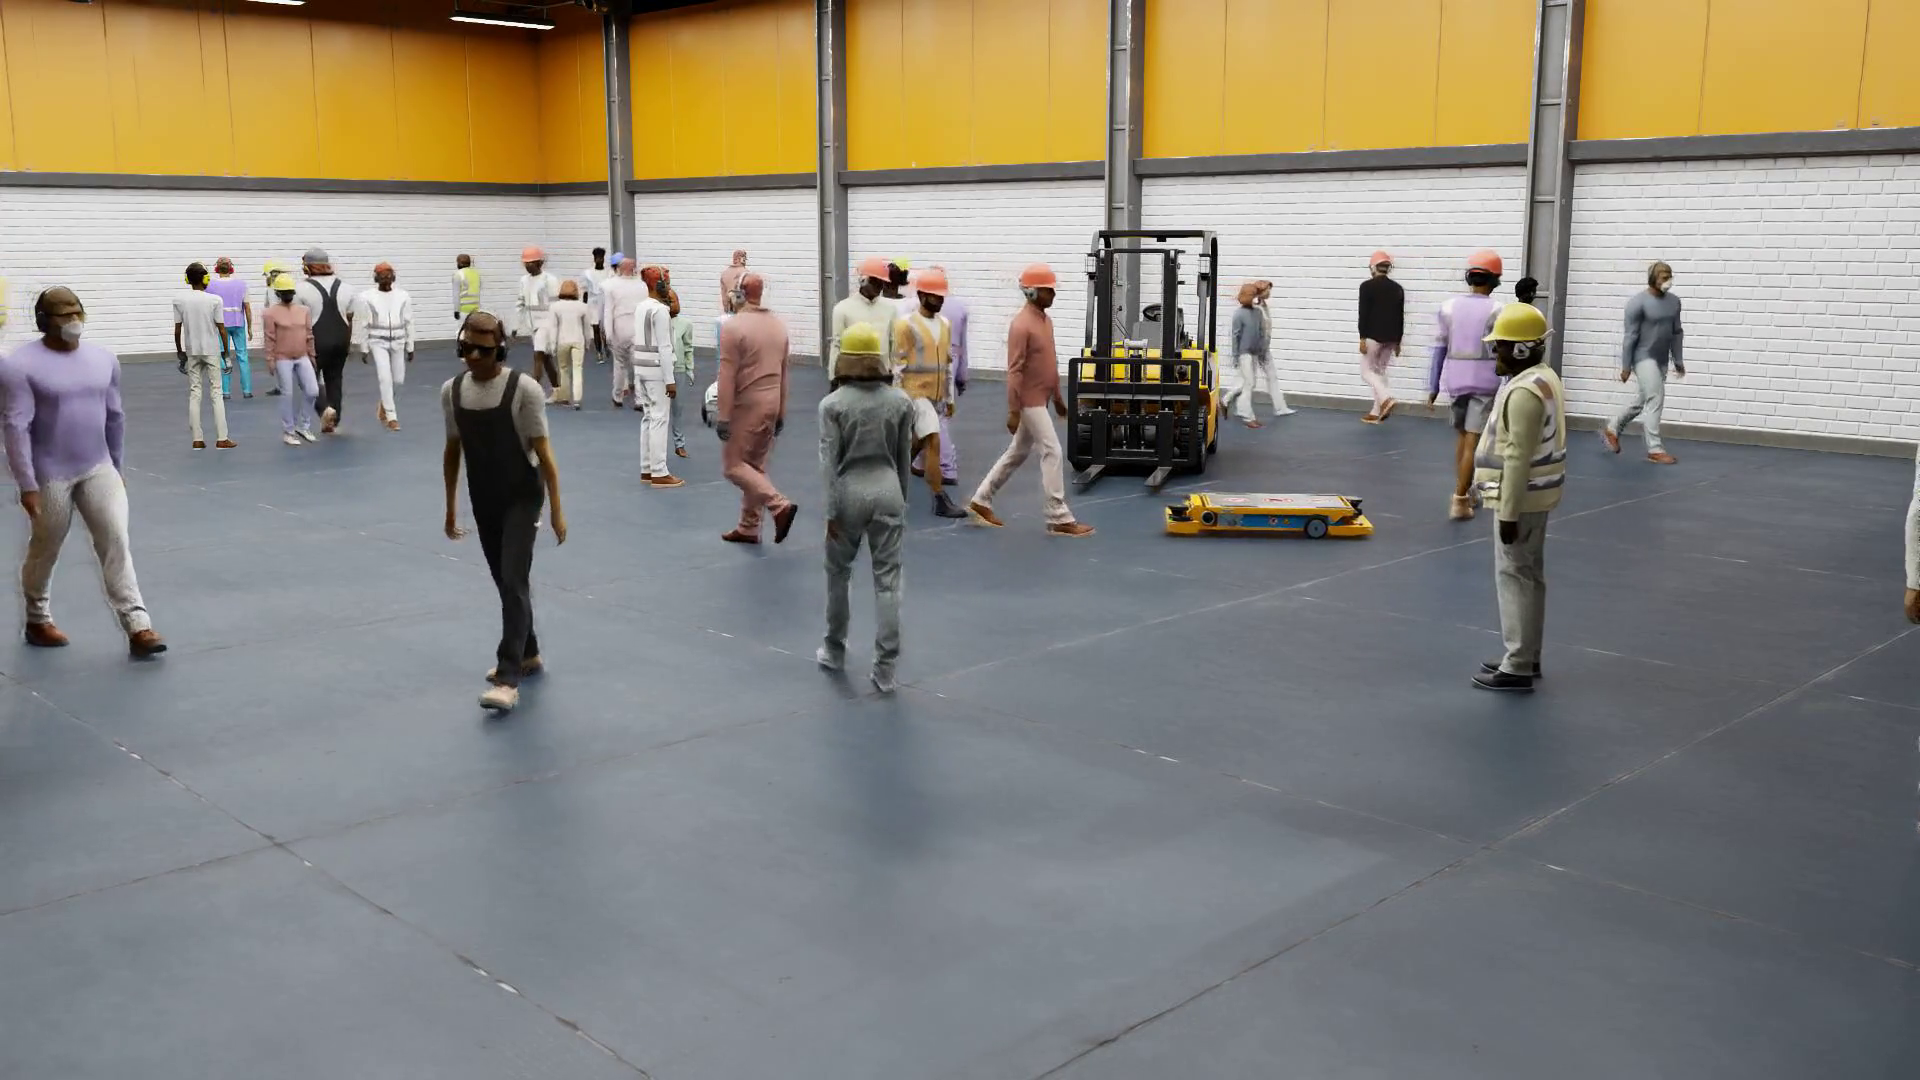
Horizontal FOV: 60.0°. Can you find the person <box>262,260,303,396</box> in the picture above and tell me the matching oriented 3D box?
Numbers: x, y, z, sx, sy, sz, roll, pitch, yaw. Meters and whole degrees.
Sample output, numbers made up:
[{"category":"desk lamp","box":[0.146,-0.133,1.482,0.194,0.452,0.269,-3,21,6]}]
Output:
[{"category":"person","box":[-8.997,-2.817,22.149,0.525,1.802,0.632,-1,10,-5]}]

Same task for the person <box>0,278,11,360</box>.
[{"category":"person","box":[-13.718,-3.094,23.594,0.537,1.829,0.638,0,10,-2]}]

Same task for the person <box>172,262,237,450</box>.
[{"category":"person","box":[-7.537,-1.827,16.581,0.531,1.867,0.316,-1,10,-6]}]

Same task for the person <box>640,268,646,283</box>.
[{"category":"person","box":[-4.669,-3.250,24.926,0.866,1.648,0.547,9,14,41]}]

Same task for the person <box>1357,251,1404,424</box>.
[{"category":"person","box":[4.762,-2.268,18.734,0.643,1.960,0.721,-5,11,-25]}]

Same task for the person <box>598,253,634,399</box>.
[{"category":"person","box":[-4.474,-2.830,21.982,0.624,1.887,1.017,-4,11,-21]}]

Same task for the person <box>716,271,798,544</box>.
[{"category":"person","box":[-1.393,-0.881,11.352,0.642,1.890,0.662,6,12,30]}]

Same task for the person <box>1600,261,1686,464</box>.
[{"category":"person","box":[6.503,-1.707,15.855,0.631,1.908,0.946,-6,12,-29]}]

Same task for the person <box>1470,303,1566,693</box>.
[{"category":"person","box":[2.620,-0.197,7.825,0.403,1.824,0.598,5,12,27]}]

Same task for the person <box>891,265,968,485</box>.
[{"category":"person","box":[-0.320,-1.430,14.399,0.668,1.862,0.903,-10,14,-43]}]

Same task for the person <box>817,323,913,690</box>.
[{"category":"person","box":[-0.472,-0.178,8.001,0.487,1.714,0.783,-3,11,-18]}]

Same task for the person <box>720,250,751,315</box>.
[{"category":"person","box":[-3.440,-3.595,26.132,0.638,1.902,0.407,7,12,33]}]

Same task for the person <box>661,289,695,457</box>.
[{"category":"person","box":[-2.793,-1.594,15.948,0.498,1.633,0.283,-4,11,-21]}]

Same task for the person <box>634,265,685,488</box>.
[{"category":"person","box":[-2.591,-1.389,14.176,0.343,1.878,0.582,-6,12,-28]}]

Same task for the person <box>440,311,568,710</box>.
[{"category":"person","box":[-2.116,-0.143,7.594,0.625,1.785,0.920,3,11,17]}]

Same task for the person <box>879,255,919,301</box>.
[{"category":"person","box":[-0.674,-2.476,20.015,0.598,1.901,0.636,-1,10,-6]}]

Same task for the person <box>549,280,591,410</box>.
[{"category":"person","box":[-4.802,-2.406,20.527,0.499,1.585,0.874,-3,11,-14]}]

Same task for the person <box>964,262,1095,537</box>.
[{"category":"person","box":[0.468,-1.009,11.892,0.993,1.955,0.608,3,11,18]}]

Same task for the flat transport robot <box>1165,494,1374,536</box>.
[{"category":"flat transport robot","box":[2.217,-0.193,12.024,1.431,0.197,0.652,1,10,5]}]

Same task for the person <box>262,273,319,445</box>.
[{"category":"person","box":[-6.788,-1.830,16.919,0.426,1.745,0.549,9,14,41]}]

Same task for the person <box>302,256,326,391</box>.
[{"category":"person","box":[-8.848,-2.972,22.816,0.324,1.872,0.515,-3,11,-18]}]

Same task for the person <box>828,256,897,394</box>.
[{"category":"person","box":[-0.817,-1.376,13.857,0.657,1.961,0.600,-7,12,-32]}]

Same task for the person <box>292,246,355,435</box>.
[{"category":"person","box":[-6.750,-2.108,17.640,0.636,2.000,0.687,10,14,42]}]

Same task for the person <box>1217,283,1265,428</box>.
[{"category":"person","box":[3.155,-2.069,18.598,0.651,1.618,0.504,9,14,42]}]

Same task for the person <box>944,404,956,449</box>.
[{"category":"person","box":[-0.237,-1.706,16.545,0.512,1.639,0.311,-9,14,-40]}]

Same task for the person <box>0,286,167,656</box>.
[{"category":"person","box":[-4.514,-0.339,8.441,1.038,1.884,0.654,7,12,33]}]

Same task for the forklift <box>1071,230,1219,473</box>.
[{"category":"forklift","box":[1.804,-1.825,15.677,1.214,2.155,2.313,2,11,13]}]

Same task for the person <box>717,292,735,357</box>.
[{"category":"person","box":[-2.112,-1.623,16.119,0.528,1.623,0.372,-7,12,-33]}]

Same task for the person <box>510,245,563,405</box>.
[{"category":"person","box":[-5.314,-2.651,20.711,0.615,1.997,0.963,8,13,36]}]

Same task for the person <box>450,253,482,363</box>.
[{"category":"person","box":[-8.224,-3.848,27.706,0.437,1.828,0.642,5,12,26]}]

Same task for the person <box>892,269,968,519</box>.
[{"category":"person","box":[-0.308,-1.140,12.812,0.984,1.890,0.545,9,14,41]}]

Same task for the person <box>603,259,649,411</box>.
[{"category":"person","box":[-4.070,-2.520,20.437,0.649,1.851,1.019,-4,11,-21]}]

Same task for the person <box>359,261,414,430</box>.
[{"category":"person","box":[-6.366,-2.159,18.444,0.583,1.860,0.753,-7,13,-35]}]

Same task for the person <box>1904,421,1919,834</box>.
[{"category":"person","box":[3.591,0.137,5.709,0.632,1.933,0.386,3,11,18]}]

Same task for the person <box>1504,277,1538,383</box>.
[{"category":"person","box":[5.911,-1.920,17.563,0.319,1.692,0.533,1,10,5]}]

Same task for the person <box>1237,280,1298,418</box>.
[{"category":"person","box":[3.551,-2.198,19.286,0.776,1.605,0.520,8,13,37]}]

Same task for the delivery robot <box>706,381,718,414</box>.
[{"category":"delivery robot","box":[-2.690,-1.630,18.831,0.477,0.478,0.707,-1,10,-5]}]

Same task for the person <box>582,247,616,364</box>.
[{"category":"person","box":[-6.014,-3.931,27.830,0.610,1.947,0.652,-3,11,-16]}]

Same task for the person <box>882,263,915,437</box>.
[{"category":"person","box":[-0.637,-1.578,15.208,0.611,1.863,0.993,-5,11,-25]}]

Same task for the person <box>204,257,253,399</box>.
[{"category":"person","box":[-9.541,-2.759,21.717,0.563,1.847,0.390,-6,12,-28]}]

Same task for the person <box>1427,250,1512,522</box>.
[{"category":"person","box":[3.942,-1.166,12.563,0.648,2.013,0.878,9,14,41]}]
